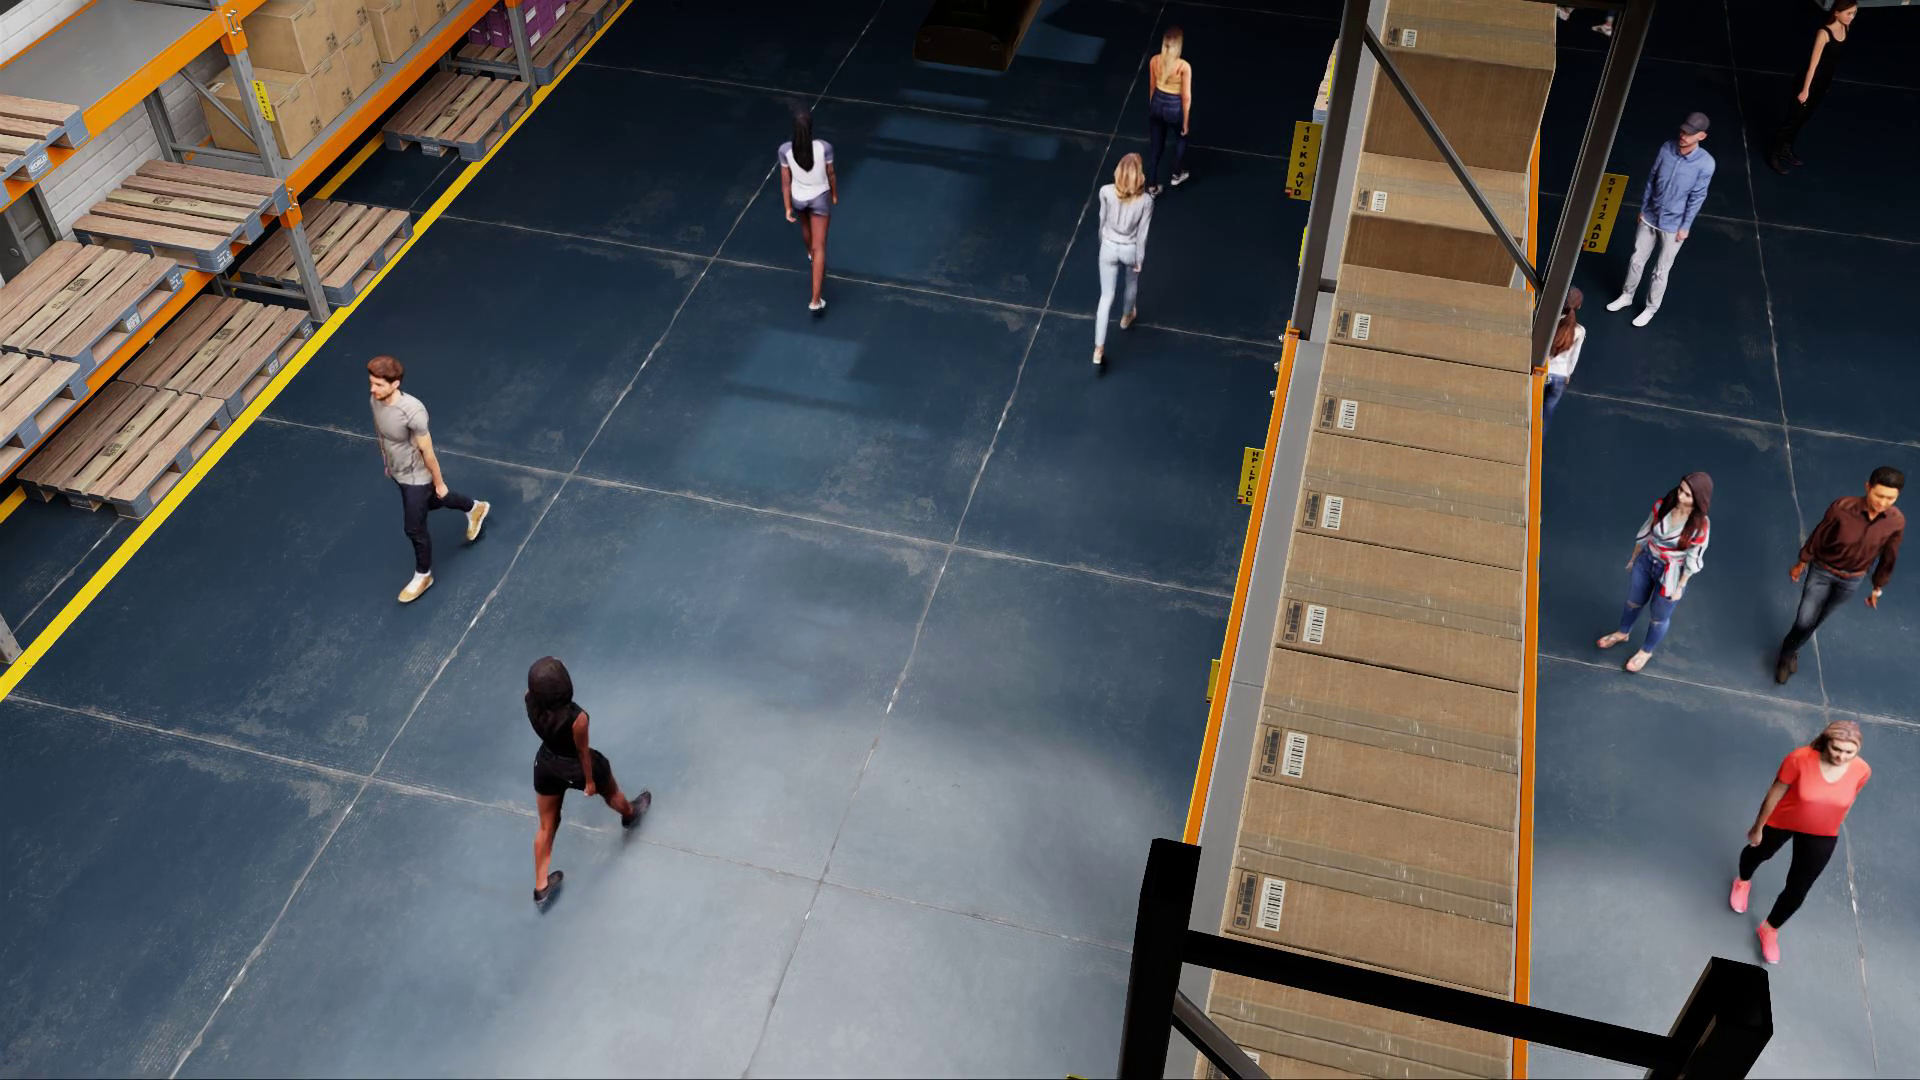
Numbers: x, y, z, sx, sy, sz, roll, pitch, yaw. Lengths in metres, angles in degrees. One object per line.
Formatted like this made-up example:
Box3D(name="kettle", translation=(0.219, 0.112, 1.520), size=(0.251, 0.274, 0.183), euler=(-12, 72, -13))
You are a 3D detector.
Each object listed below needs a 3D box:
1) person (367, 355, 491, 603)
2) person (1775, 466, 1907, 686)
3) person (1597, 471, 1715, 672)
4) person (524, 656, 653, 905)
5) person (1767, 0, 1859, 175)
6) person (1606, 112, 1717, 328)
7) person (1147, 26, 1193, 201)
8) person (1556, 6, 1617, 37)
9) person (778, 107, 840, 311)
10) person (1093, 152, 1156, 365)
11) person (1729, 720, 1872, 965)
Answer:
Box3D(name="person", translation=(-3.638, -0.508, 11.264), size=(0.941, 1.865, 1.260), euler=(27, 50, 26))
Box3D(name="person", translation=(5.599, 0.154, 10.640), size=(0.666, 1.769, 0.609), euler=(10, 45, 11))
Box3D(name="person", translation=(4.530, 0.188, 10.717), size=(0.707, 1.612, 0.661), euler=(-24, 49, -23))
Box3D(name="person", translation=(-2.272, 1.376, 9.417), size=(0.782, 1.686, 1.252), euler=(19, 47, 19))
Box3D(name="person", translation=(7.835, -4.195, 15.264), size=(0.656, 1.687, 0.738), euler=(-28, 50, -26))
Box3D(name="person", translation=(5.719, -2.608, 13.453), size=(0.761, 1.887, 0.737), euler=(-31, 52, -29))
Box3D(name="person", translation=(1.817, -3.772, 14.875), size=(0.742, 1.611, 0.889), euler=(23, 48, 22))
Box3D(name="person", translation=(6.785, -5.950, 17.280), size=(0.968, 1.446, 0.931), euler=(-33, 52, -30))
Box3D(name="person", translation=(-1.227, -2.707, 13.710), size=(0.770, 1.675, 1.288), euler=(2, 44, 3))
Box3D(name="person", translation=(1.230, -2.198, 13.118), size=(0.627, 1.756, 1.175), euler=(12, 45, 13))
Box3D(name="person", translation=(4.650, 1.525, 9.269), size=(0.620, 1.673, 0.822), euler=(12, 45, 12))
